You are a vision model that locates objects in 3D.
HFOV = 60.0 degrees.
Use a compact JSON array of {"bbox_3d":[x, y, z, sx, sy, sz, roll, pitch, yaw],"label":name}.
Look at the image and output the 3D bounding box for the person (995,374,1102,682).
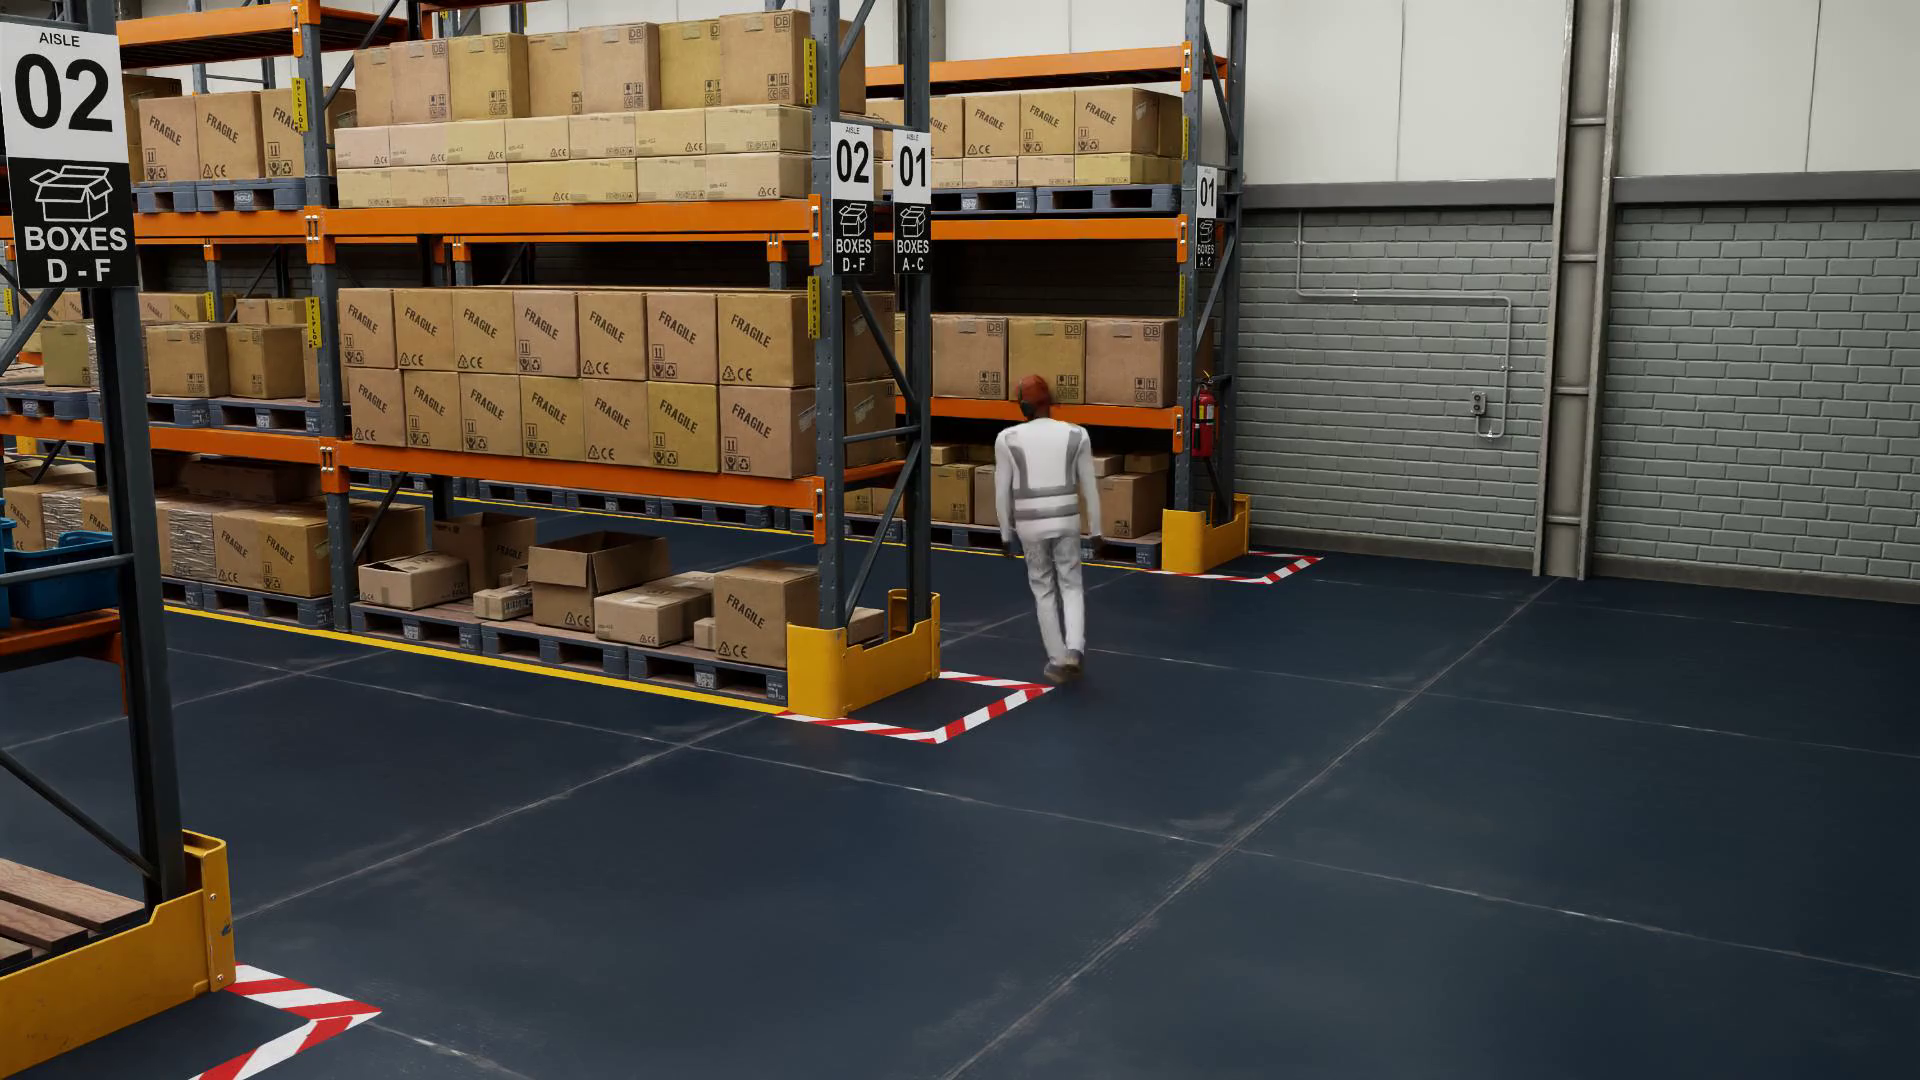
[{"bbox_3d":[0.524,-0.050,9.803,0.629,1.852,0.461,-1,10,-7],"label":"person"}]
